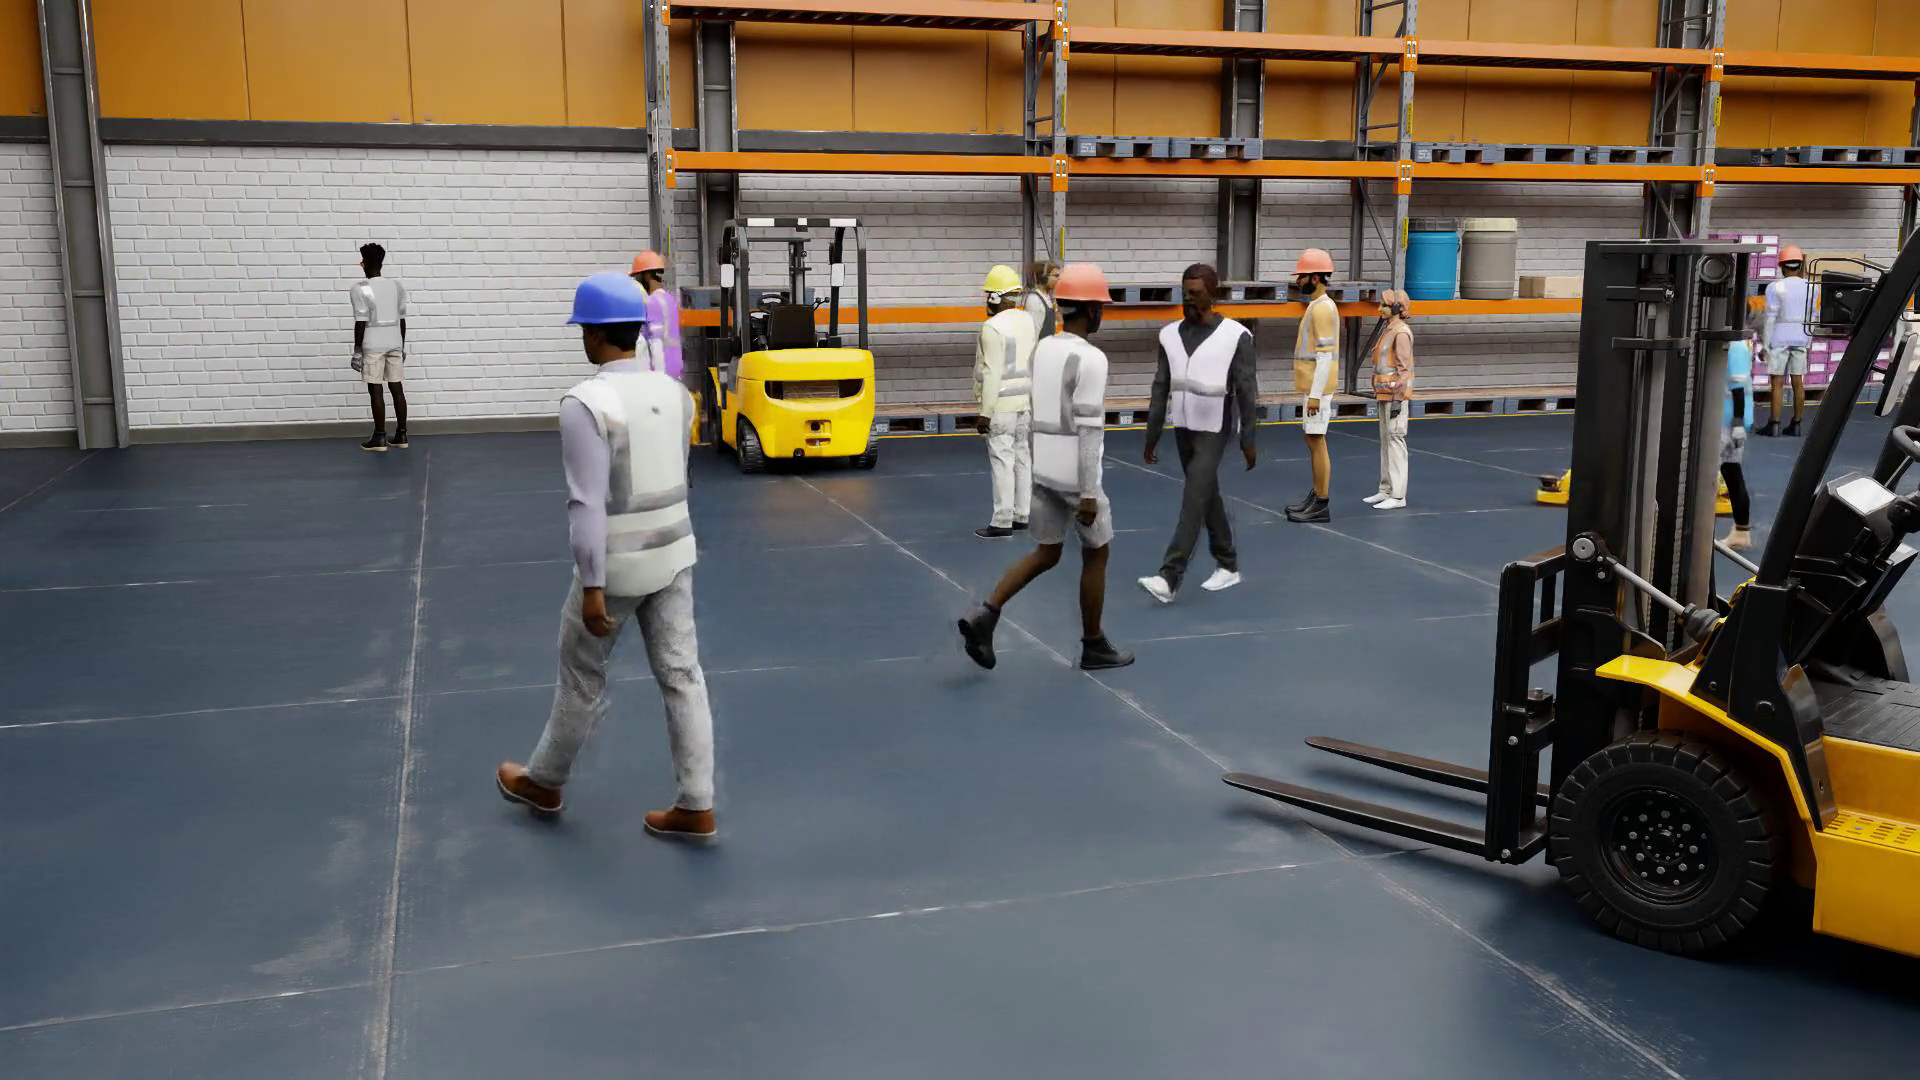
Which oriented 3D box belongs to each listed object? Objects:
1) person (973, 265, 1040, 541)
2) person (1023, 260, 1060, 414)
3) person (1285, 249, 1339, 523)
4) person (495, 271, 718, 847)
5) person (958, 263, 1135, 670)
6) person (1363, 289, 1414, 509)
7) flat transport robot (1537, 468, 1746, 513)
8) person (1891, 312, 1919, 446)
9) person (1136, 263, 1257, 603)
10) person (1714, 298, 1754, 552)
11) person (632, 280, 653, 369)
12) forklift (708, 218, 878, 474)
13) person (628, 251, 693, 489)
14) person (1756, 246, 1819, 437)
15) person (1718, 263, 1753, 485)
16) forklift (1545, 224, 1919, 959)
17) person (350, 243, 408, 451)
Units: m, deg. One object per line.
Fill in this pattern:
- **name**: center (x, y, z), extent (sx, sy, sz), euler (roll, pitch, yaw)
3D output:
- **person**: center (0.289, -0.911, 11.131), extent (0.404, 1.835, 0.587), euler (7, 12, 32)
- **person**: center (0.654, -1.692, 15.459), extent (0.662, 1.820, 0.544), euler (3, 11, 17)
- **person**: center (2.496, -1.088, 11.822), extent (0.365, 1.935, 0.553), euler (2, 10, 10)
- **person**: center (-1.194, 0.058, 5.624), extent (0.980, 1.896, 0.633), euler (7, 12, 32)
- **person**: center (0.420, -0.305, 7.621), extent (0.823, 1.914, 0.553), euler (-6, 12, -30)
- **person**: center (3.225, -1.049, 12.423), extent (0.306, 1.639, 0.524), euler (0, 10, 2)
- **flat transport robot**: center (5.132, -0.384, 12.533), extent (1.431, 0.197, 0.652), euler (5, 11, 23)
- **person**: center (9.058, -1.610, 15.631), extent (0.539, 1.590, 0.880), euler (8, 13, 37)
- **person**: center (1.291, -0.594, 9.287), extent (1.013, 1.866, 0.618), euler (-10, 14, -42)
- **person**: center (4.796, -0.749, 10.669), extent (0.719, 1.666, 0.551), euler (3, 11, 15)
- **person**: center (-2.142, -0.817, 10.865), extent (0.317, 1.742, 0.492), euler (-8, 13, -36)
- **forklift**: center (-1.522, -1.778, 14.899), extent (1.214, 2.155, 2.313), euler (-3, 11, -17)
- **person**: center (-2.518, -1.347, 13.328), extent (0.802, 1.903, 0.562), euler (2, 10, 10)
- **person**: center (8.364, -2.002, 16.861), extent (0.545, 1.927, 0.385), euler (-1, 10, -5)
- **person**: center (5.810, -1.225, 12.883), extent (0.599, 1.824, 0.633), euler (3, 11, 13)
- **forklift**: center (2.909, 0.117, 4.508), extent (2.313, 2.155, 1.214), euler (9, 14, 40)
- **person**: center (-5.522, -1.831, 15.814), extent (0.367, 1.966, 0.604), euler (6, 12, 31)
